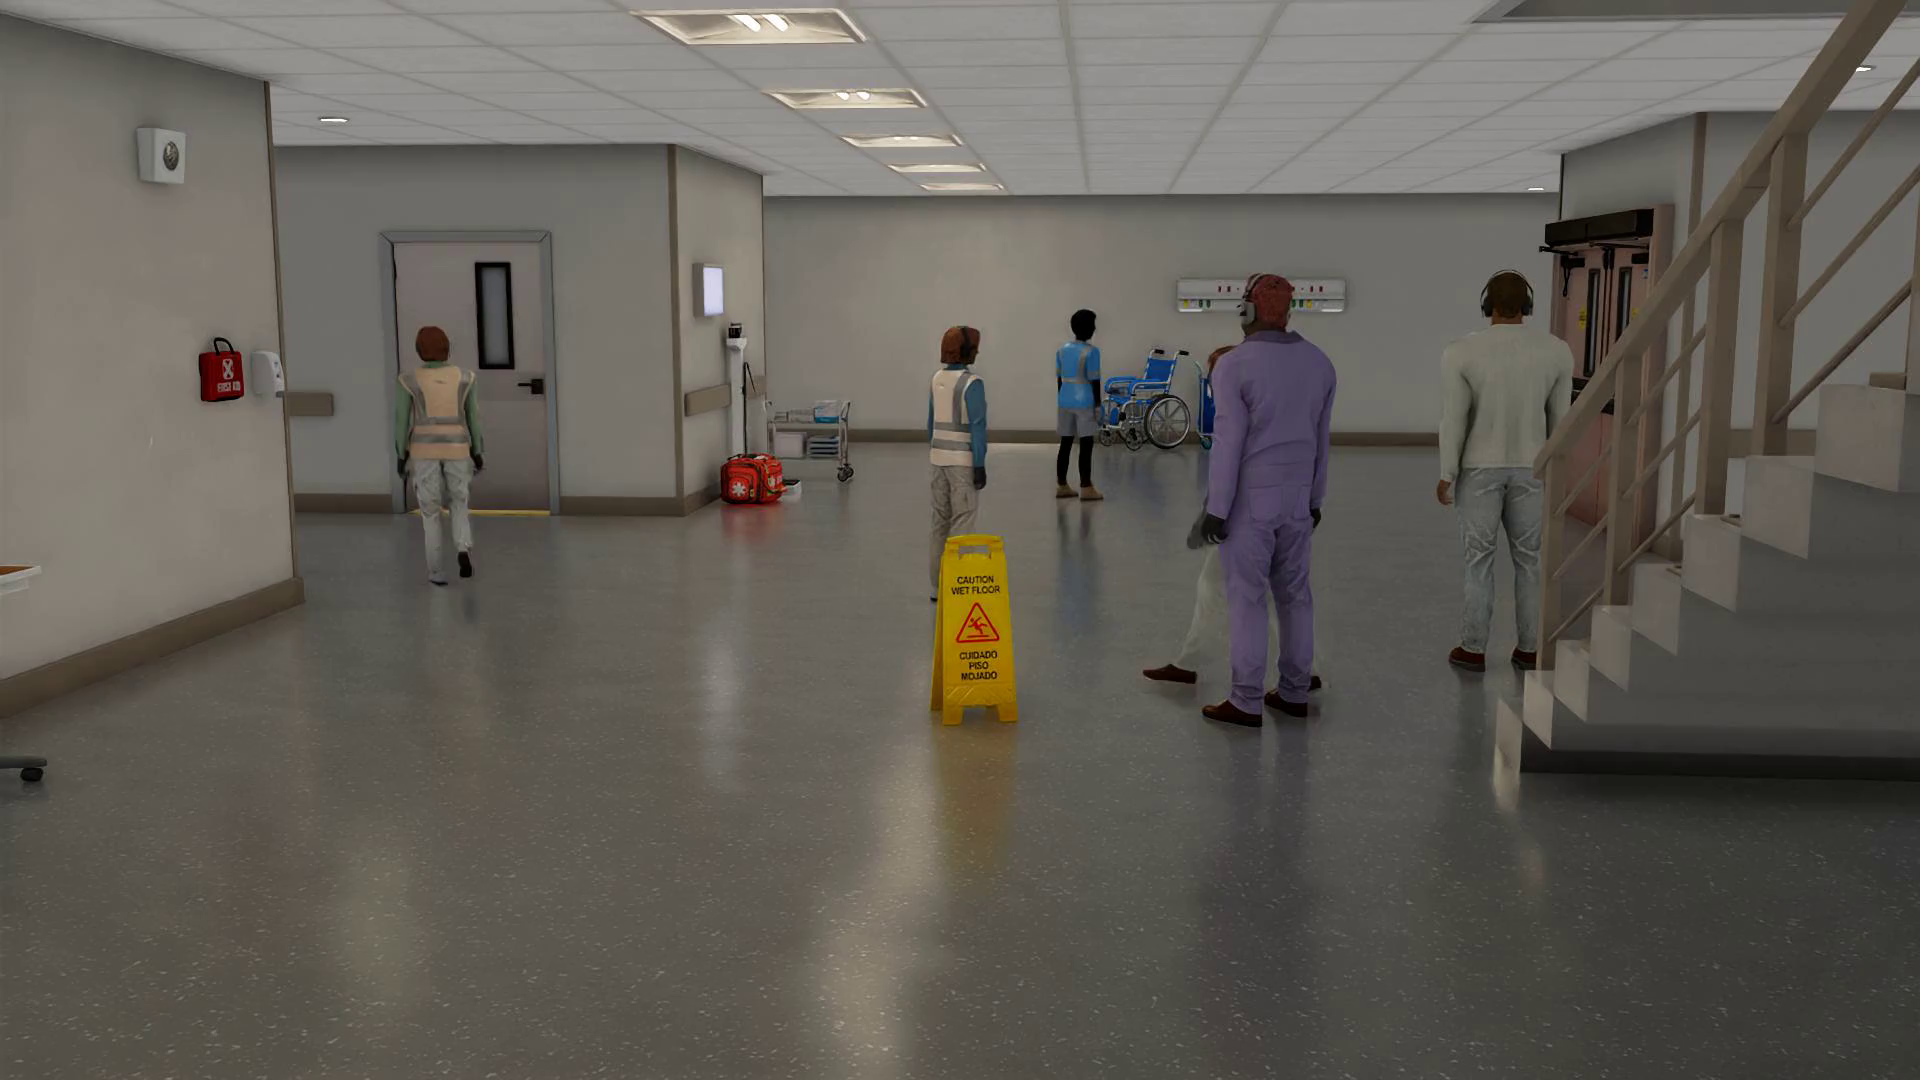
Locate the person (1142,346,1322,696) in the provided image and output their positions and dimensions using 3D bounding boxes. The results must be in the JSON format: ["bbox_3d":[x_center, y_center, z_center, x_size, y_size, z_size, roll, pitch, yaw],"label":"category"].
[{"bbox_3d":[1.272,-0.075,7.509,0.819,1.589,0.501,1,8,10],"label":"person"}]

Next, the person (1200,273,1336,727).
[{"bbox_3d":[1.278,-0.168,7.068,0.651,1.904,0.403,-5,10,-33],"label":"person"}]

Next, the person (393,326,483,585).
[{"bbox_3d":[-3.245,-0.519,10.370,0.532,1.621,0.404,-5,10,-29],"label":"person"}]

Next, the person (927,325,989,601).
[{"bbox_3d":[-0.014,-0.433,9.759,0.315,1.640,0.515,-6,10,-33],"label":"person"}]

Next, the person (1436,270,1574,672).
[{"bbox_3d":[2.613,-0.325,8.024,0.633,1.936,0.355,0,8,0],"label":"person"}]

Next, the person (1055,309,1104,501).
[{"bbox_3d":[1.056,-1.193,14.747,0.319,1.694,0.541,-7,11,-38],"label":"person"}]
